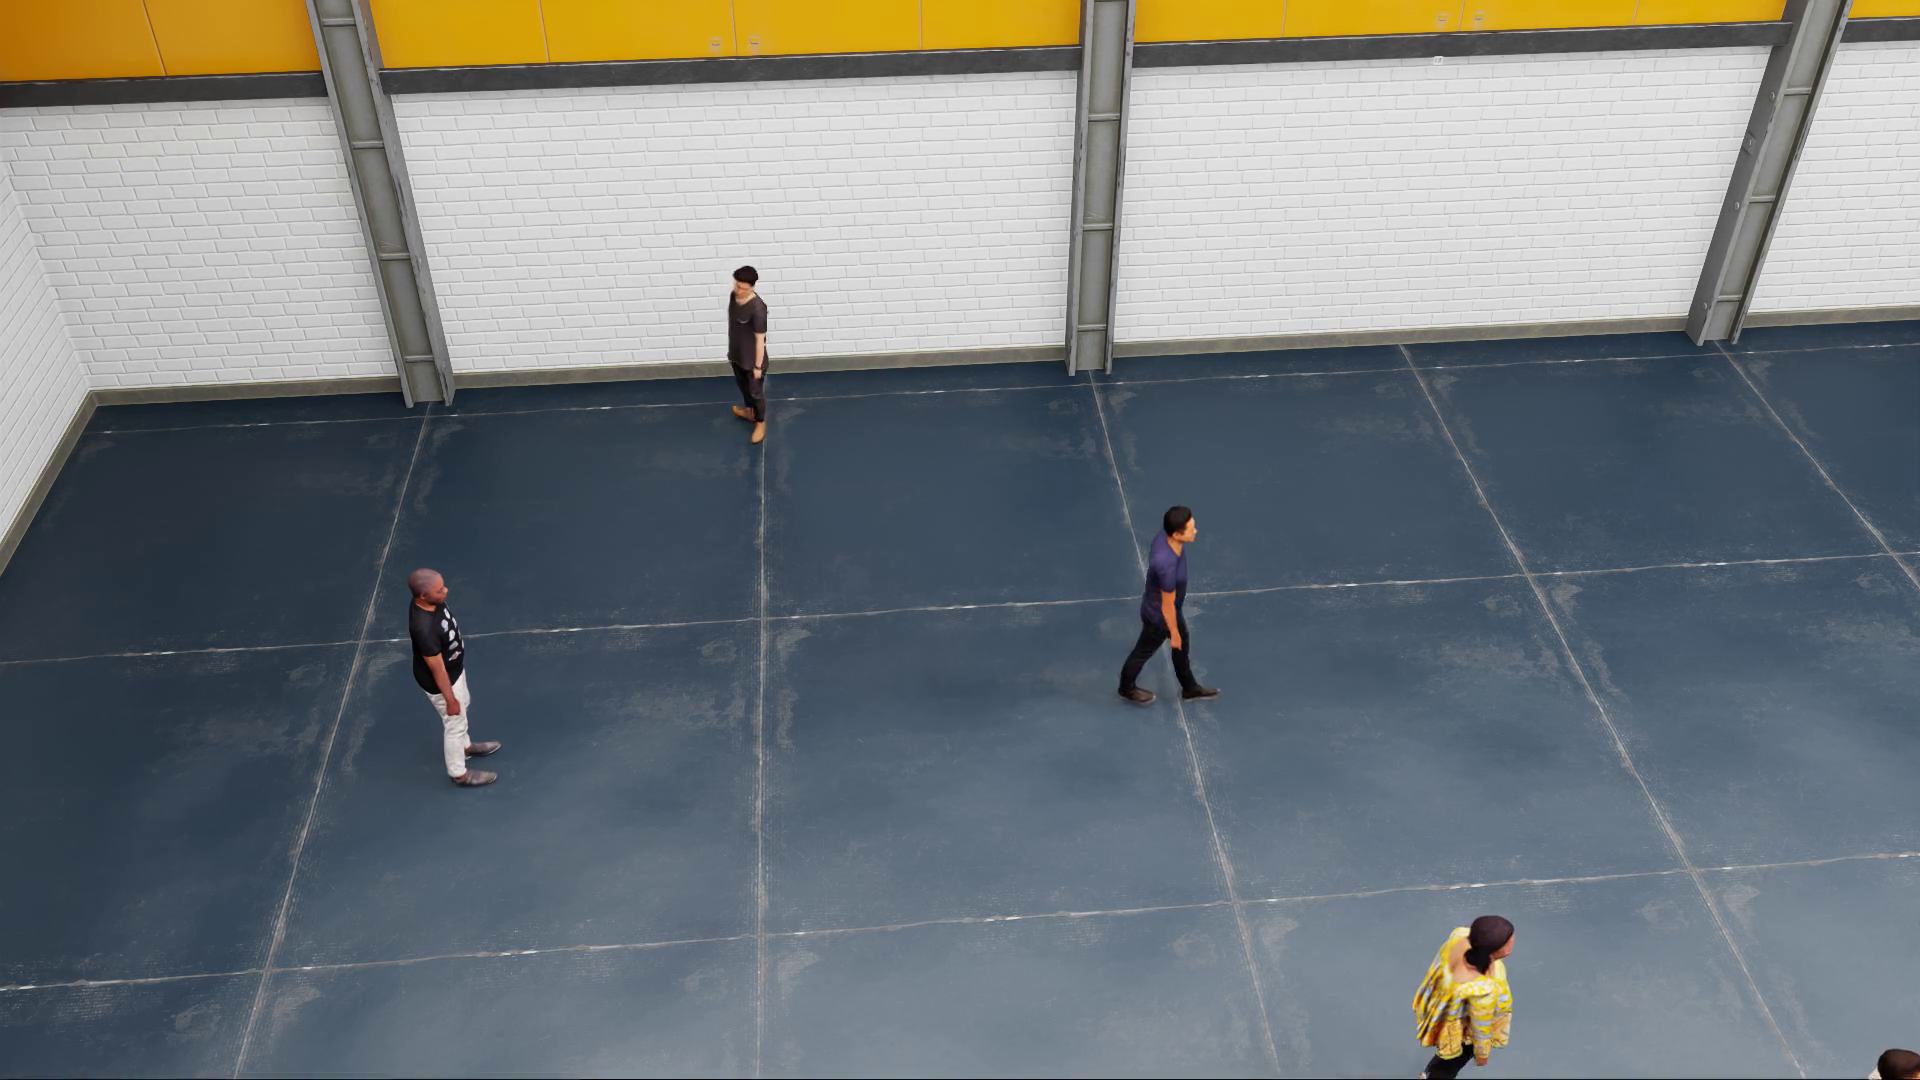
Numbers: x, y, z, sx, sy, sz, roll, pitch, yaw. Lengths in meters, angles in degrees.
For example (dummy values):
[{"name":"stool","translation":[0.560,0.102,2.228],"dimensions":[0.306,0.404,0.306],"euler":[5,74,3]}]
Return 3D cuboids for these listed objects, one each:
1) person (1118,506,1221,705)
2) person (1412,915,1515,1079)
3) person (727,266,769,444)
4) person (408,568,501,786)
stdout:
[{"name":"person","translation":[1.296,0.477,11.429],"dimensions":[1.041,1.761,0.836],"euler":[8,39,10]},{"name":"person","translation":[2.604,2.563,8.913],"dimensions":[0.743,1.642,0.720],"euler":[-1,39,-1]},{"name":"person","translation":[-1.799,-1.619,14.110],"dimensions":[0.789,1.692,0.842],"euler":[-17,42,-20]},{"name":"person","translation":[-3.392,0.886,10.886],"dimensions":[0.660,1.801,0.694],"euler":[-8,39,-10]}]
